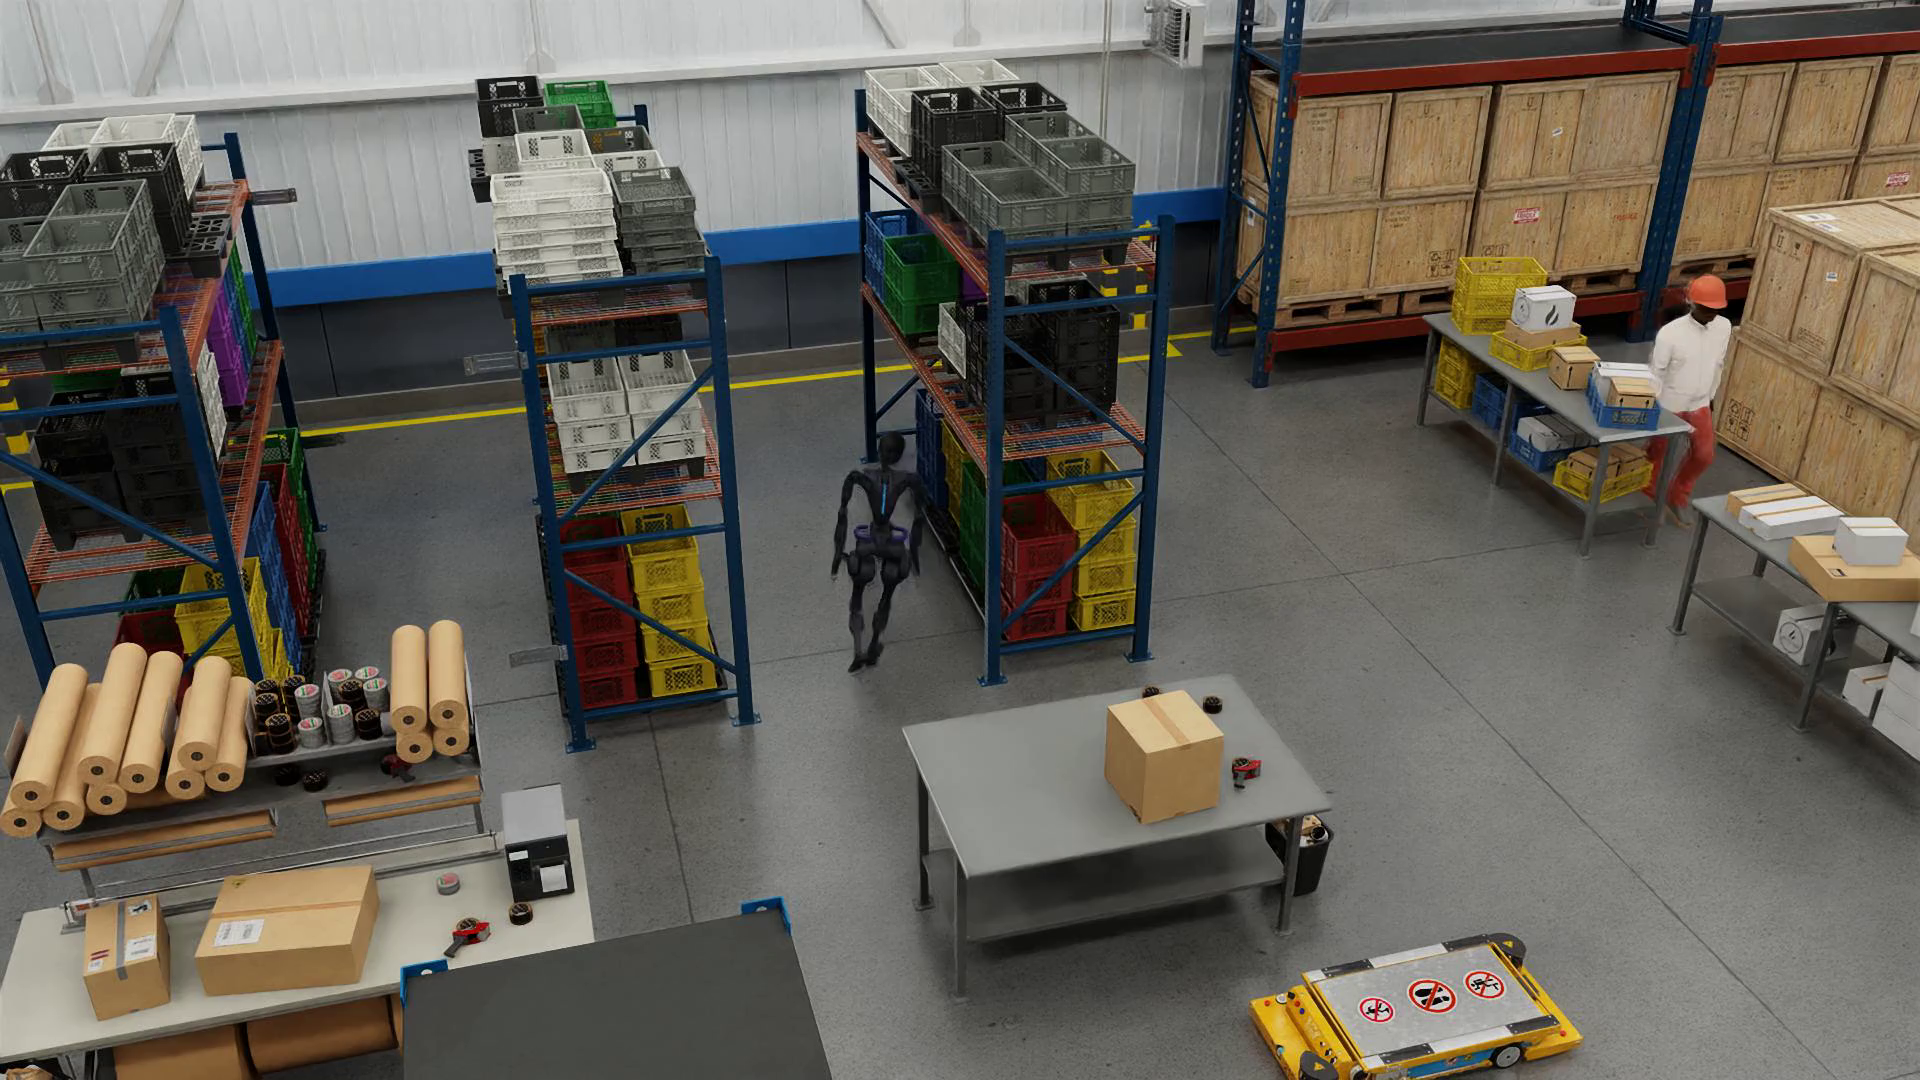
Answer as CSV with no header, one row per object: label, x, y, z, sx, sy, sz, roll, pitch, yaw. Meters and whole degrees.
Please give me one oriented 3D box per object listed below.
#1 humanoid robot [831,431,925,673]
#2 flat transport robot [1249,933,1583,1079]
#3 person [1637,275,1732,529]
humanoid robot,-0.520,0.083,10.569,0.604,1.624,0.538,-1,29,-2
flat transport robot,2.184,2.282,7.980,1.431,0.197,0.652,-8,30,-14
person,5.320,-0.978,12.167,0.656,1.975,0.595,-6,29,-11
